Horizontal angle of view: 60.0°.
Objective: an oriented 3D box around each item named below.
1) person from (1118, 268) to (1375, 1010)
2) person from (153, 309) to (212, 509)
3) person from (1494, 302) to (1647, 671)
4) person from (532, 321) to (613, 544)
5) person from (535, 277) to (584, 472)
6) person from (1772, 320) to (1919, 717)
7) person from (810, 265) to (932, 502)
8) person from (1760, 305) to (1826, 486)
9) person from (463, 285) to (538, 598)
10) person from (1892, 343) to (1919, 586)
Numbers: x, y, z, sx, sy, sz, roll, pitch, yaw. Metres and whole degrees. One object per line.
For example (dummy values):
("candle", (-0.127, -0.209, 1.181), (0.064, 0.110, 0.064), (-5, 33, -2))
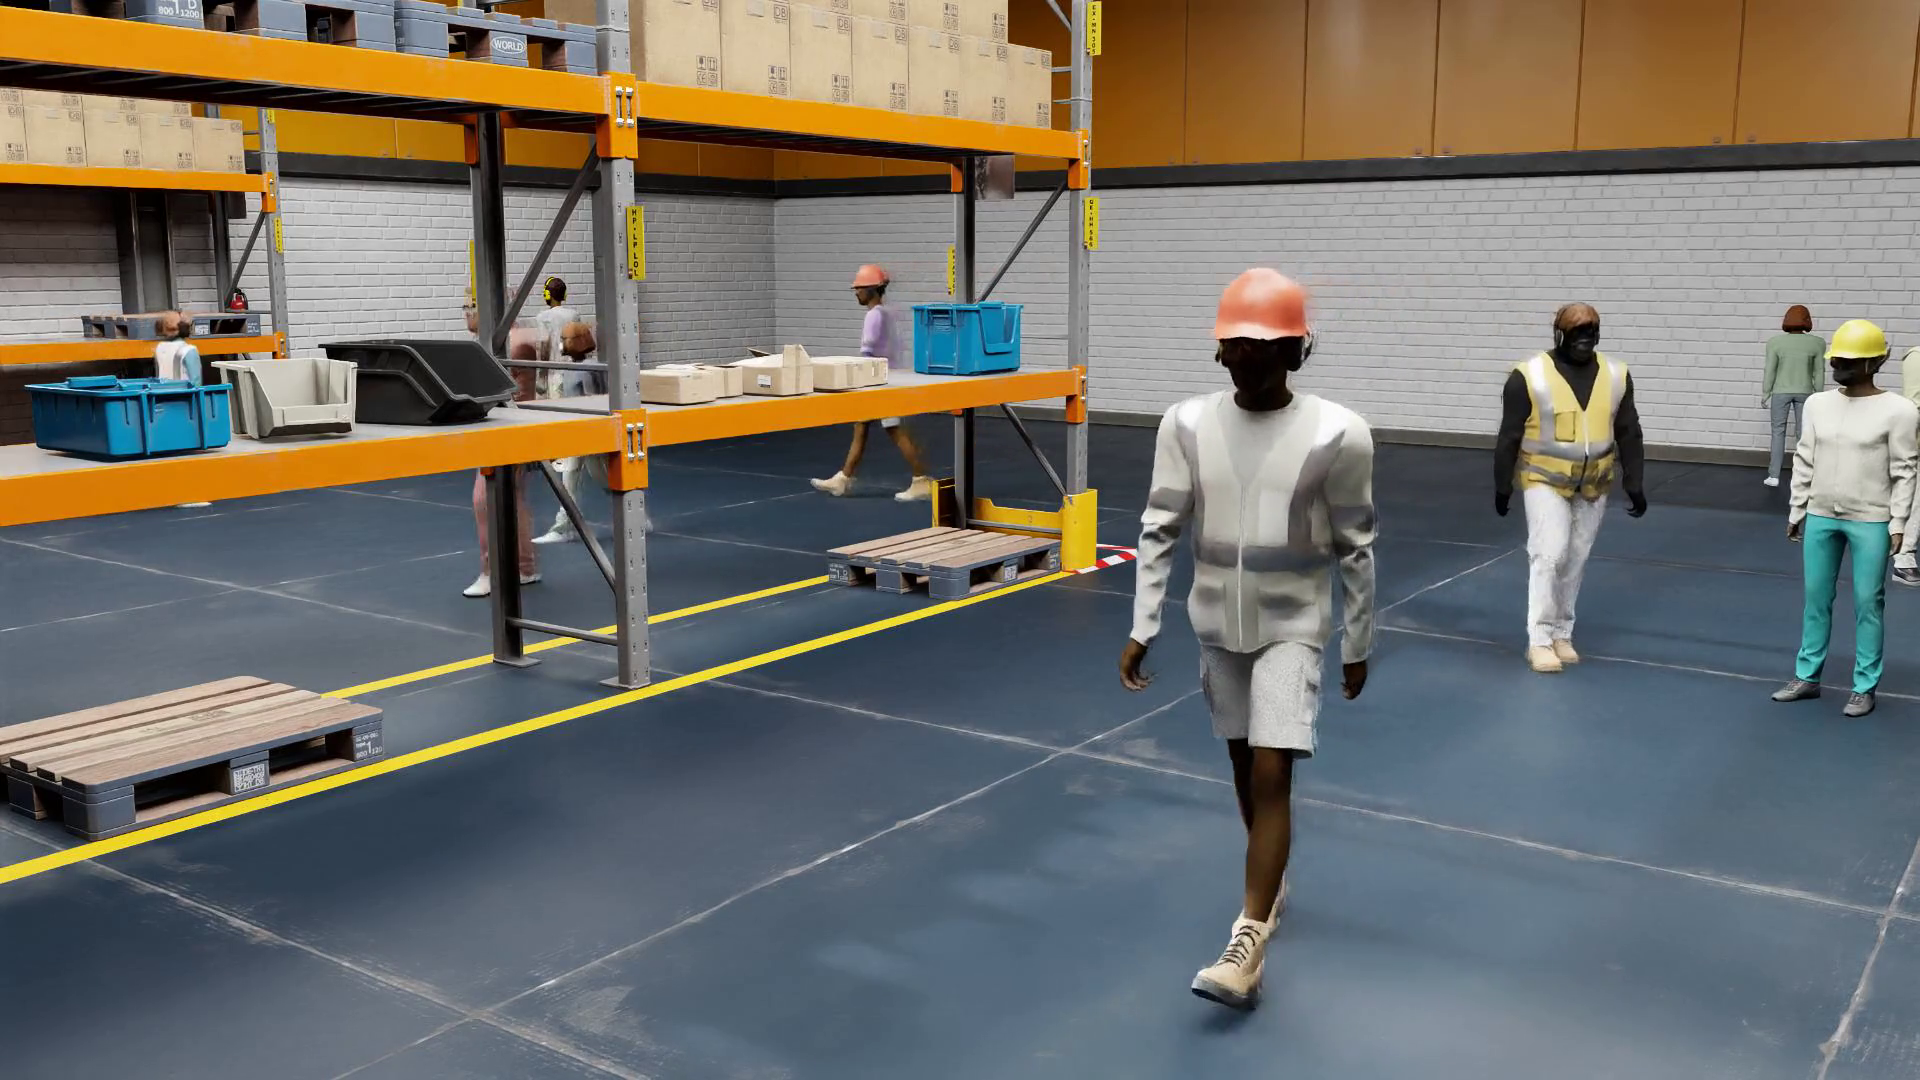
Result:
("person", (0.797, 0.254, 4.653), (0.626, 1.992, 1.018), (6, 11, 31))
("person", (-6.361, -1.051, 13.521), (0.521, 1.630, 0.415), (6, 11, 33))
("person", (3.025, -0.252, 8.213), (0.659, 1.817, 0.679), (-1, 10, -5))
("person", (-2.689, -0.787, 12.044), (0.841, 1.597, 0.509), (-5, 11, -28))
("person", (-3.854, -1.581, 15.965), (0.330, 1.872, 0.512), (7, 12, 37))
("person", (3.956, -0.095, 7.427), (0.327, 1.765, 0.531), (-6, 12, -34))
("person", (-0.722, -1.304, 13.992), (1.069, 1.986, 0.630), (0, 10, 2))
("person", (7.465, -1.289, 14.927), (0.507, 1.631, 0.278), (3, 10, 15))
("person", (-2.885, -0.599, 10.078), (0.736, 1.880, 0.676), (-9, 13, -43))
("person", (6.136, -0.620, 10.385), (0.601, 1.819, 0.404), (-4, 10, -21))
